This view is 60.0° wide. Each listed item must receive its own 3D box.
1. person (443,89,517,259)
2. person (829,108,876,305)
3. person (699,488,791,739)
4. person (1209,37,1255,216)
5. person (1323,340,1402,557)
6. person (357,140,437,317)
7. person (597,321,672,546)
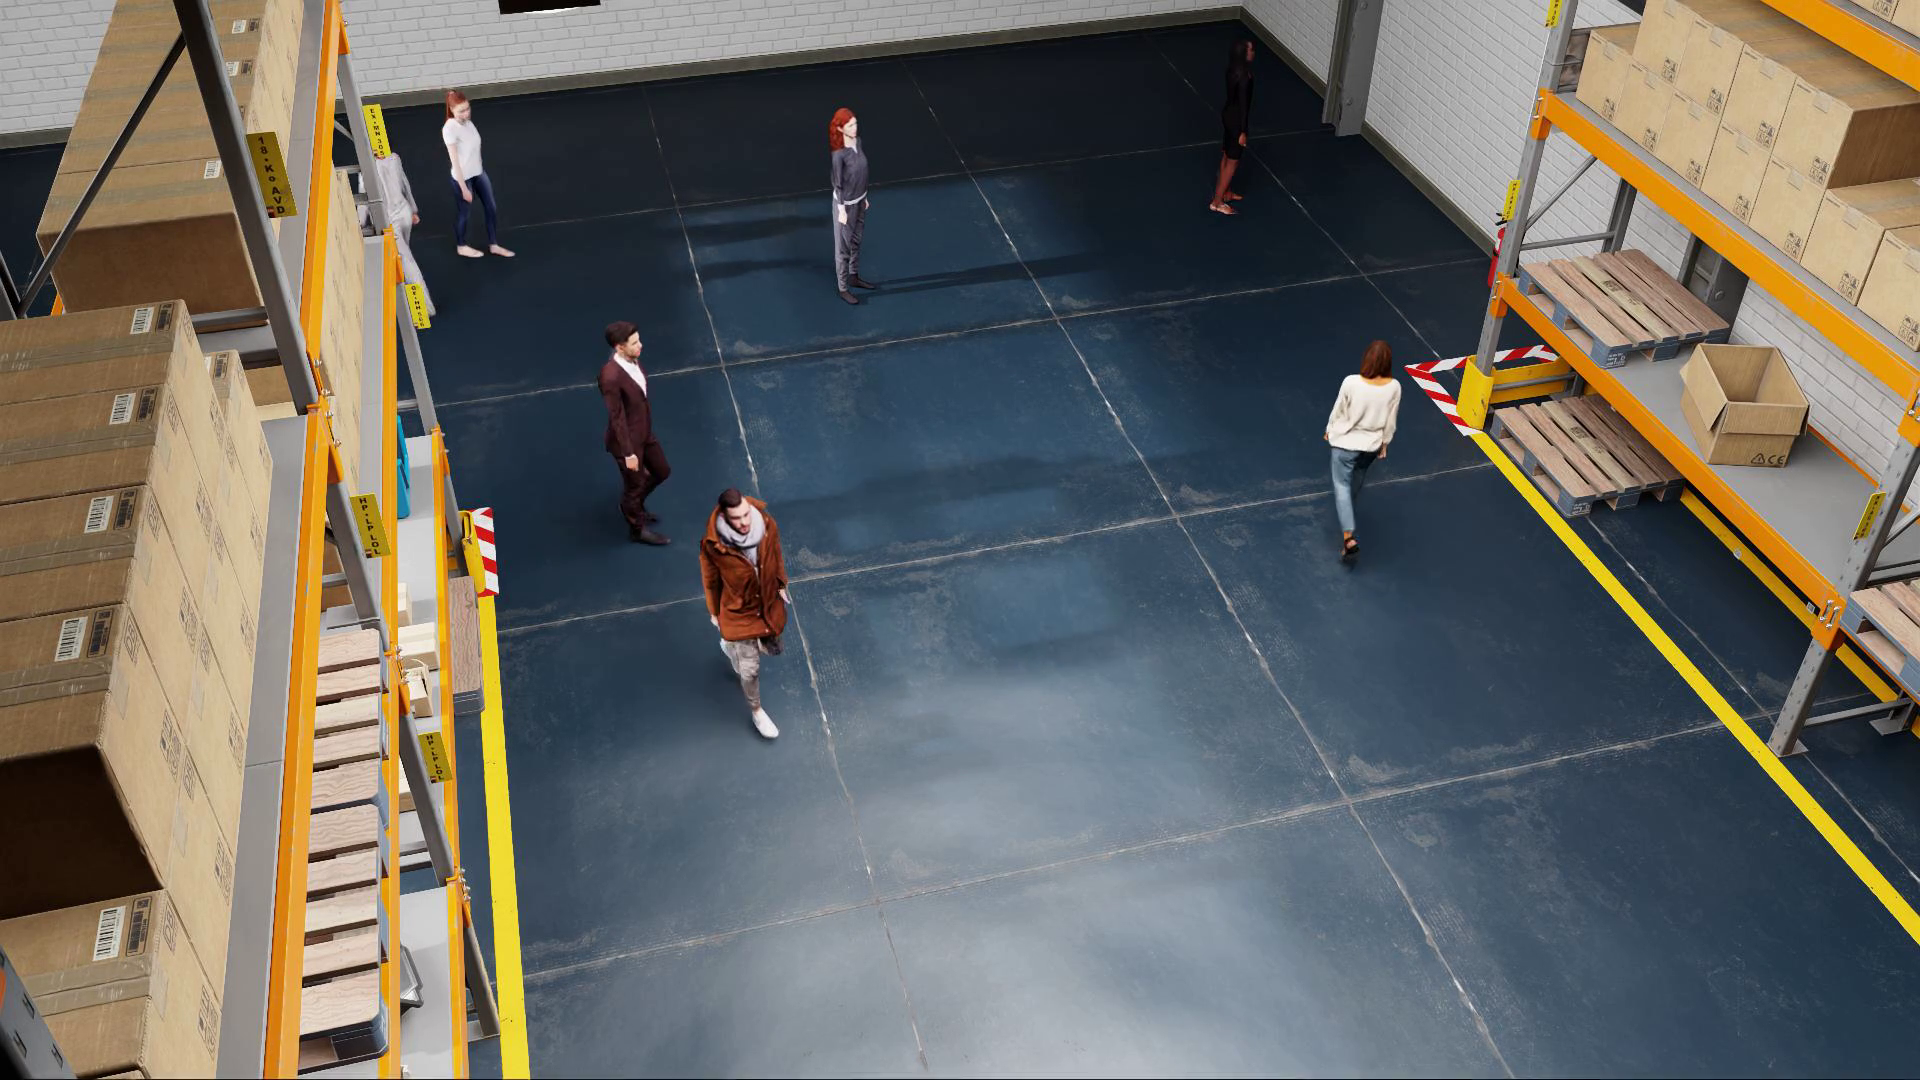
[{"bbox_3d":[-4.550,-3.316,15.172,0.877,1.701,0.859,7,39,9],"label":"person"},{"bbox_3d":[-0.974,-2.961,14.664,0.711,1.780,0.641,18,42,21],"label":"person"},{"bbox_3d":[-1.360,0.382,10.446,0.960,1.819,1.107,-28,46,-31],"label":"person"},{"bbox_3d":[2.654,-4.009,16.021,0.735,1.723,0.607,-2,39,-3],"label":"person"},{"bbox_3d":[2.841,-0.637,11.857,0.778,1.652,1.095,-1,39,-1],"label":"person"},{"bbox_3d":[-4.832,-2.722,14.395,1.002,1.742,0.930,21,43,25],"label":"person"},{"bbox_3d":[-2.422,-0.753,11.839,0.876,1.854,0.773,8,39,10],"label":"person"}]
